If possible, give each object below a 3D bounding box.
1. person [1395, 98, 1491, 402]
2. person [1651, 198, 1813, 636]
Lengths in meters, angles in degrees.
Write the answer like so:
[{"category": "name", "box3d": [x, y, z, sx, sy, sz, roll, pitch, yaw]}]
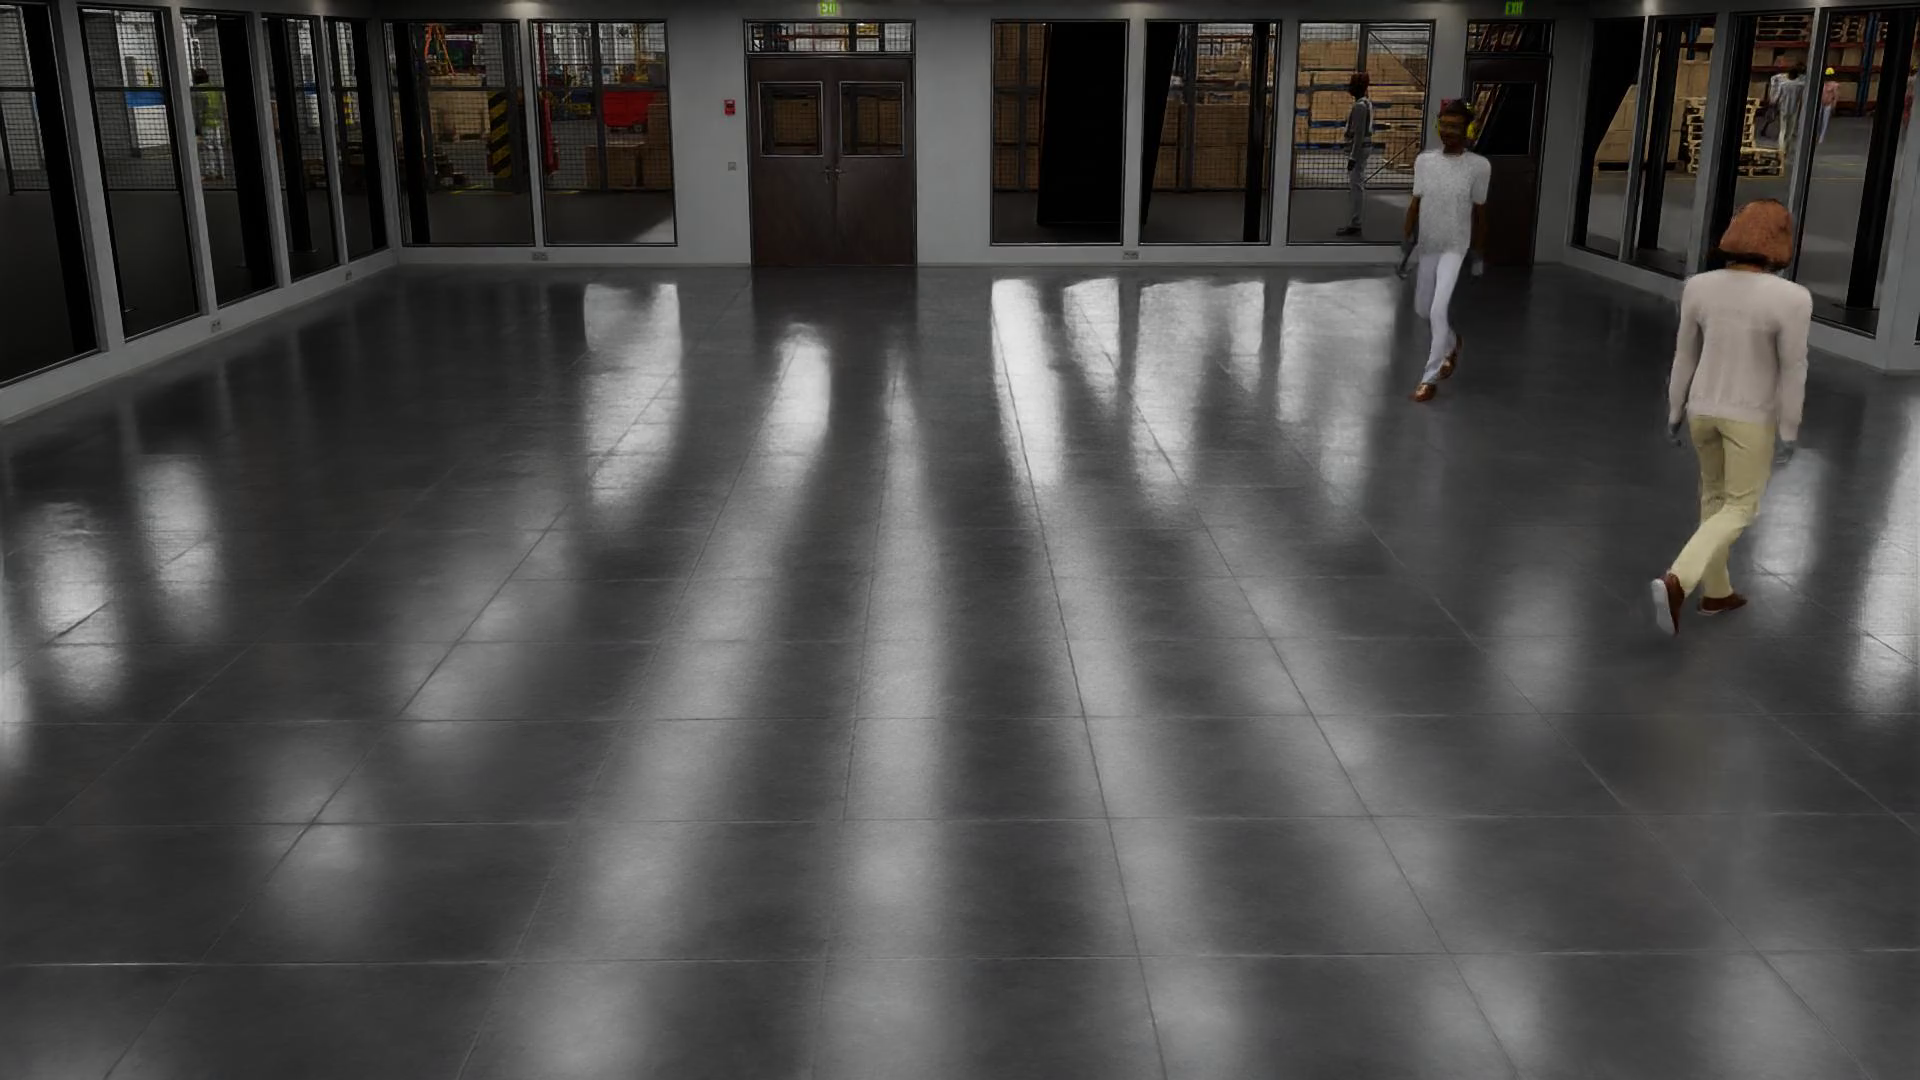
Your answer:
[{"category": "person", "box3d": [3.056, -1.823, 10.428, 0.512, 1.850, 0.795, 14, 22, 40]}, {"category": "person", "box3d": [2.813, -0.441, 6.129, 0.699, 1.612, 0.507, -10, 19, -31]}]
